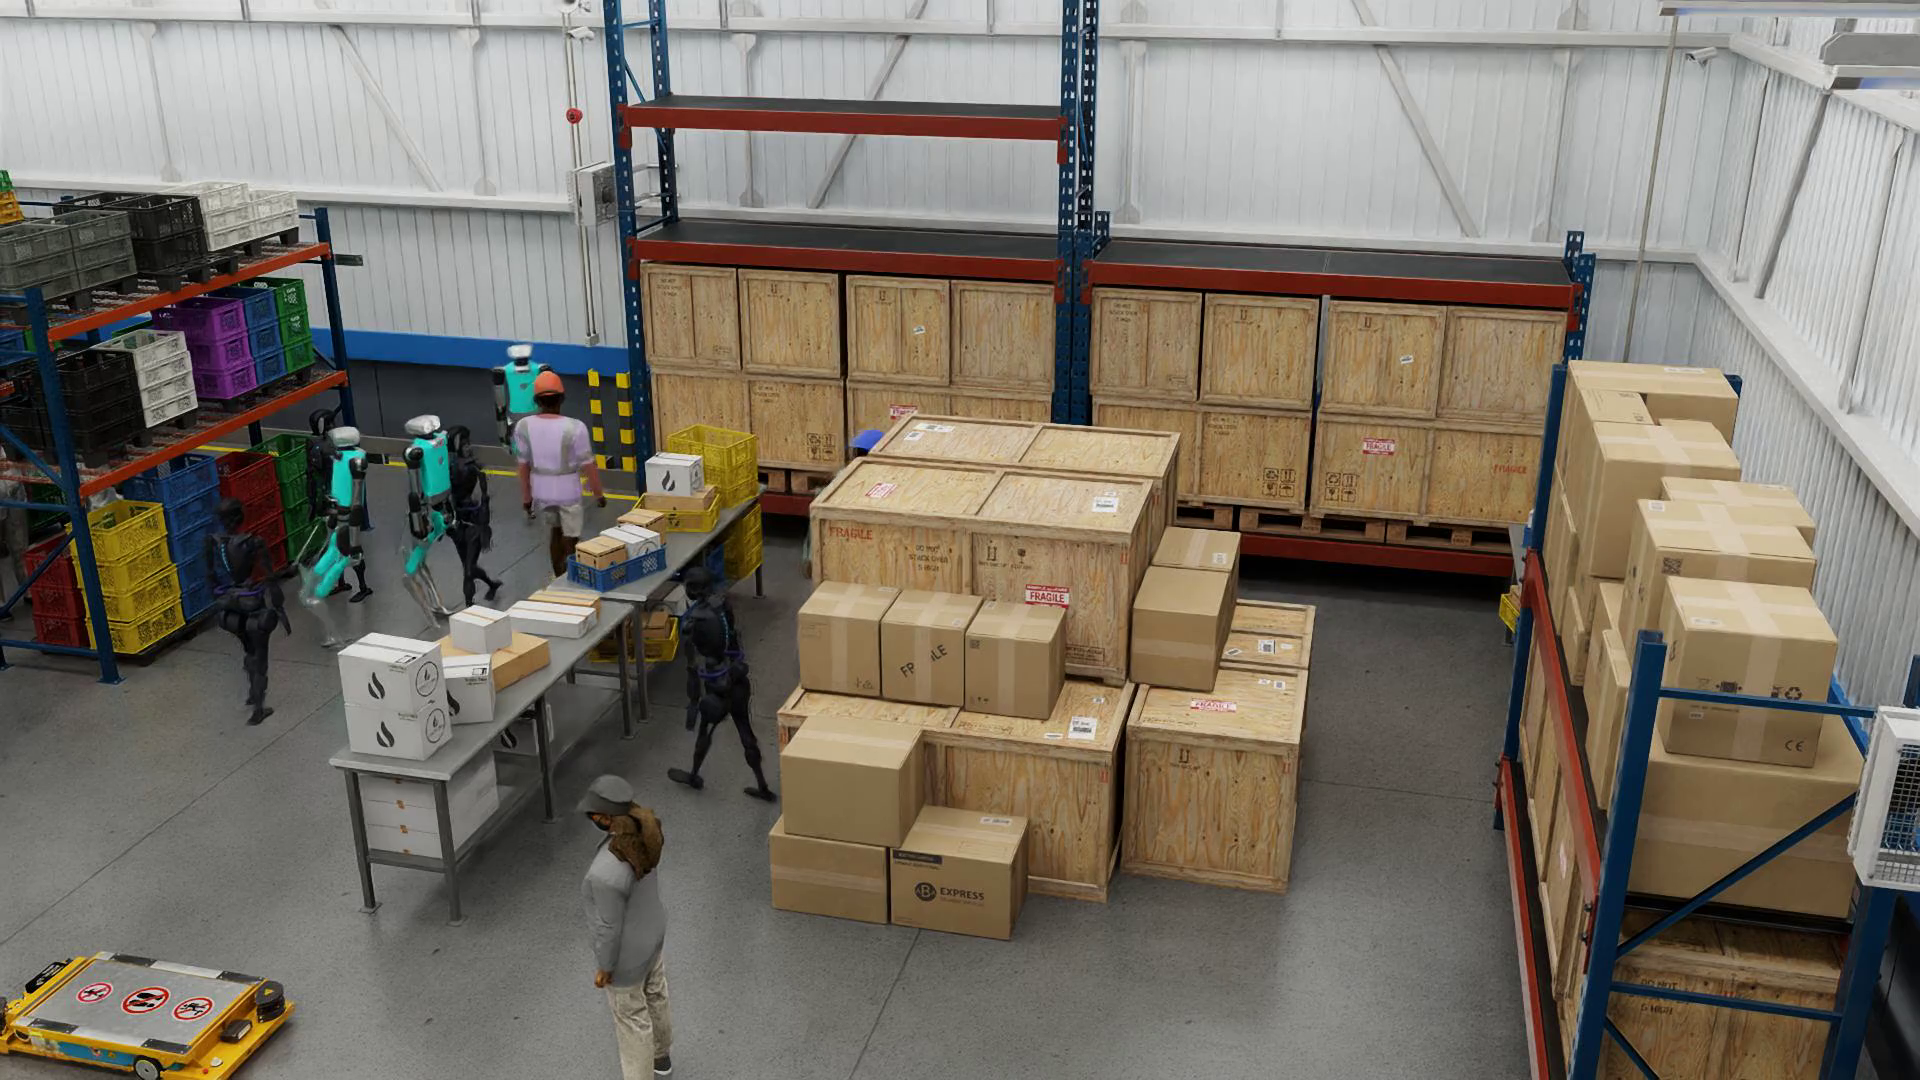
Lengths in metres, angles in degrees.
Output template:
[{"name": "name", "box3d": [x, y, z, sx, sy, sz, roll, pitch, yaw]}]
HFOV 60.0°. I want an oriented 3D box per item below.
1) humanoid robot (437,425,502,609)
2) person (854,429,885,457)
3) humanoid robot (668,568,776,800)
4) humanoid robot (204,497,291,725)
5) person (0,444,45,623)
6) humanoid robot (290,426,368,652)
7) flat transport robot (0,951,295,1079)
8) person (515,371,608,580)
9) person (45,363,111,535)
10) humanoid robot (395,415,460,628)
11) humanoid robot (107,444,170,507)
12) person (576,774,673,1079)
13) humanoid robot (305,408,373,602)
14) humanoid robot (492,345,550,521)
[{"name": "humanoid robot", "box3d": [-4.025, -0.157, 13.568, 0.589, 1.622, 0.782, 11, 23, 26]}, {"name": "person", "box3d": [-0.724, 0.118, 12.471, 0.787, 1.883, 0.677, 6, 22, 14]}, {"name": "humanoid robot", "box3d": [-1.572, 0.920, 10.713, 0.756, 1.613, 0.606, 9, 23, 22]}, {"name": "humanoid robot", "box3d": [-5.057, 0.472, 11.843, 0.583, 1.642, 0.538, 4, 21, 10]}, {"name": "person", "box3d": [-7.803, -0.251, 13.510, 0.403, 1.833, 0.586, 13, 25, 31]}, {"name": "humanoid robot", "box3d": [-4.920, 0.053, 12.915, 0.788, 1.810, 0.537, -15, 26, -35]}, {"name": "flat transport robot", "box3d": [-4.270, 2.464, 8.601, 1.431, 0.231, 0.659, 5, 22, 13]}, {"name": "person", "box3d": [-3.243, -0.405, 13.649, 0.642, 2.026, 0.564, 5, 22, 13]}, {"name": "person", "box3d": [-7.605, -0.647, 14.471, 0.573, 1.886, 0.360, 8, 22, 19]}, {"name": "humanoid robot", "box3d": [-4.376, -0.147, 13.412, 0.666, 1.825, 0.552, 8, 22, 20]}, {"name": "humanoid robot", "box3d": [-7.053, -0.570, 14.355, 0.715, 1.716, 0.530, -9, 23, -23]}, {"name": "person", "box3d": [-1.571, 1.912, 7.941, 0.397, 1.768, 0.562, 4, 21, 11]}, {"name": "humanoid robot", "box3d": [-5.181, -0.295, 13.824, 0.599, 1.657, 0.315, 12, 24, 28]}, {"name": "humanoid robot", "box3d": [-4.101, -1.039, 15.704, 0.532, 1.737, 1.019, -7, 22, -17]}]
